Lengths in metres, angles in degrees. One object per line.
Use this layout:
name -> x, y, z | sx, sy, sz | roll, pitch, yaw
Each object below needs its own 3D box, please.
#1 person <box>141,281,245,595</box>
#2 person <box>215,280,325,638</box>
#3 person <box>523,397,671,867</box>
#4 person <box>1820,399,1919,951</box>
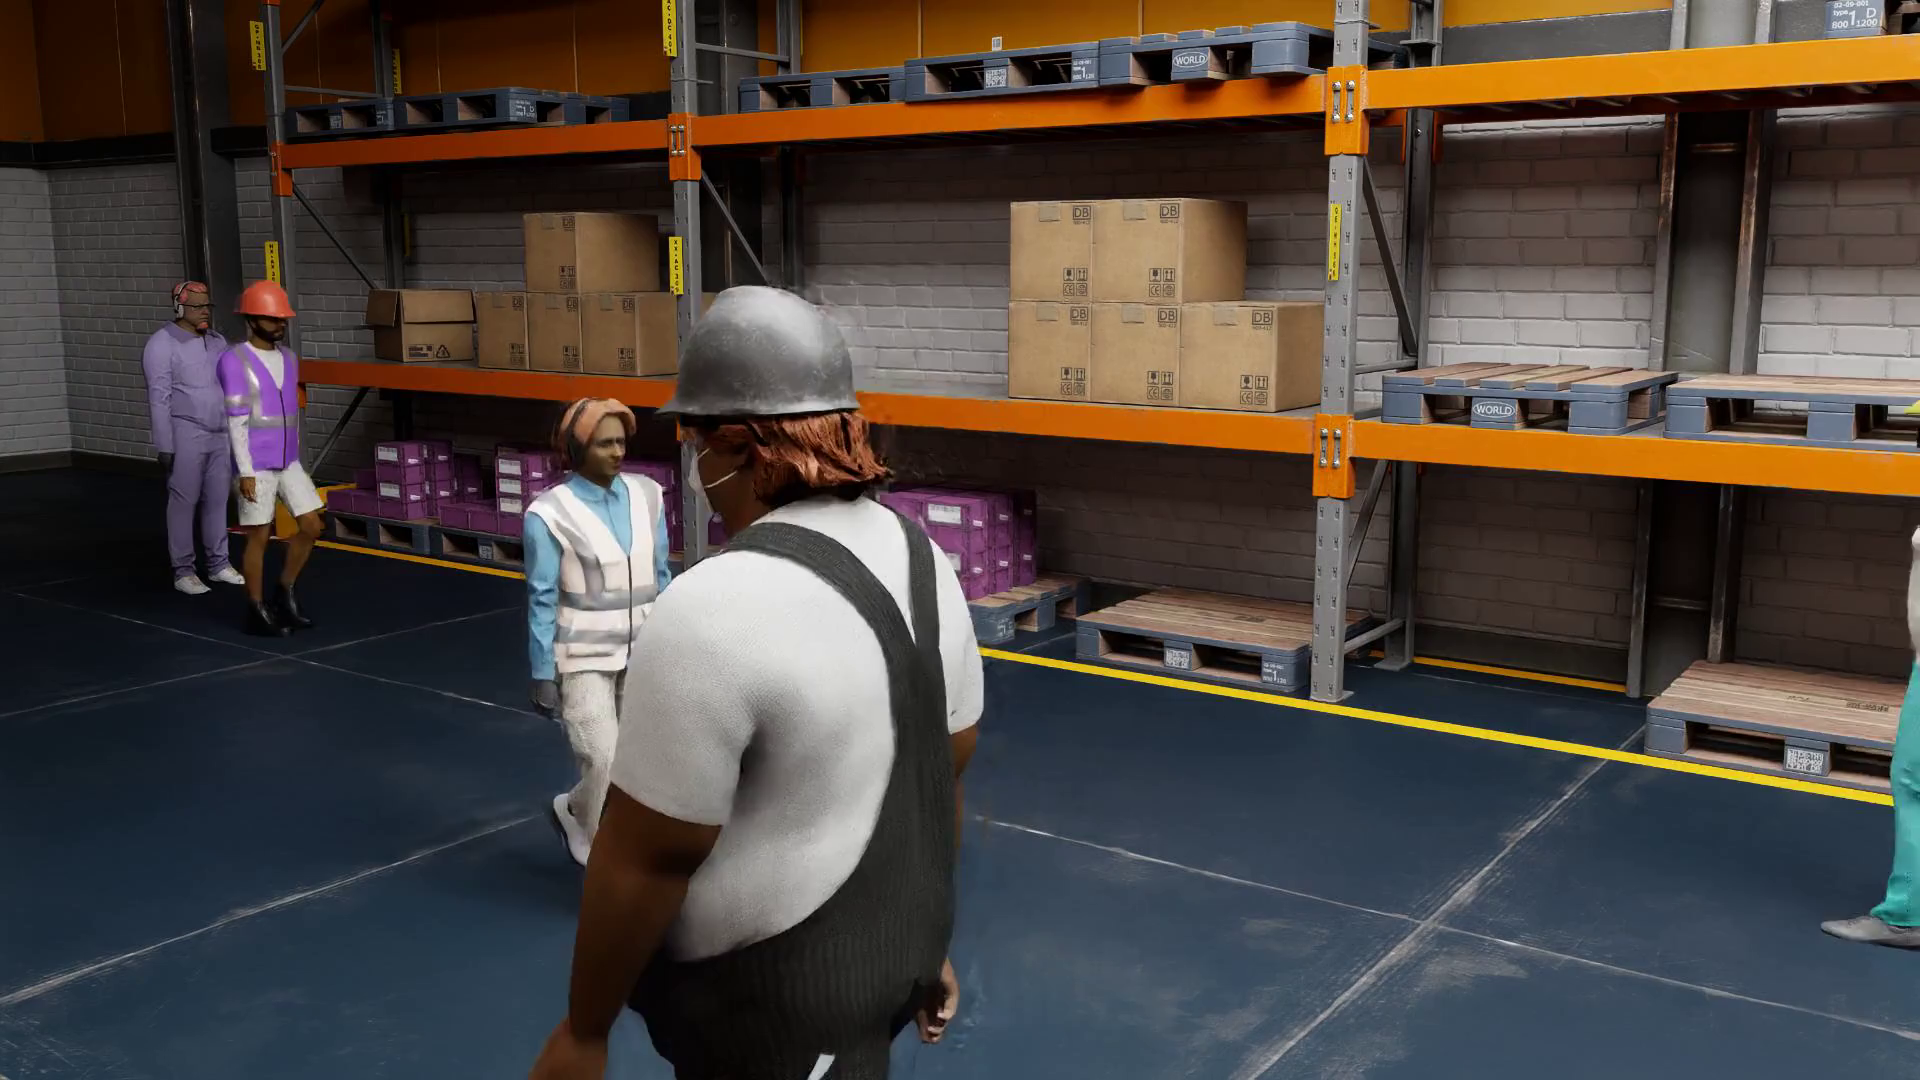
person -> -4.647, -0.623, 10.177 | 0.403, 1.900, 0.637 | 3, 10, 16
person -> -3.698, -0.418, 8.909 | 0.448, 1.920, 0.559 | 4, 10, 25
person -> -1.119, 0.365, 5.085 | 0.540, 1.621, 0.514 | 7, 12, 37
person -> 2.889, 0.355, 4.766 | 0.559, 1.753, 0.538 | 7, 12, 34
